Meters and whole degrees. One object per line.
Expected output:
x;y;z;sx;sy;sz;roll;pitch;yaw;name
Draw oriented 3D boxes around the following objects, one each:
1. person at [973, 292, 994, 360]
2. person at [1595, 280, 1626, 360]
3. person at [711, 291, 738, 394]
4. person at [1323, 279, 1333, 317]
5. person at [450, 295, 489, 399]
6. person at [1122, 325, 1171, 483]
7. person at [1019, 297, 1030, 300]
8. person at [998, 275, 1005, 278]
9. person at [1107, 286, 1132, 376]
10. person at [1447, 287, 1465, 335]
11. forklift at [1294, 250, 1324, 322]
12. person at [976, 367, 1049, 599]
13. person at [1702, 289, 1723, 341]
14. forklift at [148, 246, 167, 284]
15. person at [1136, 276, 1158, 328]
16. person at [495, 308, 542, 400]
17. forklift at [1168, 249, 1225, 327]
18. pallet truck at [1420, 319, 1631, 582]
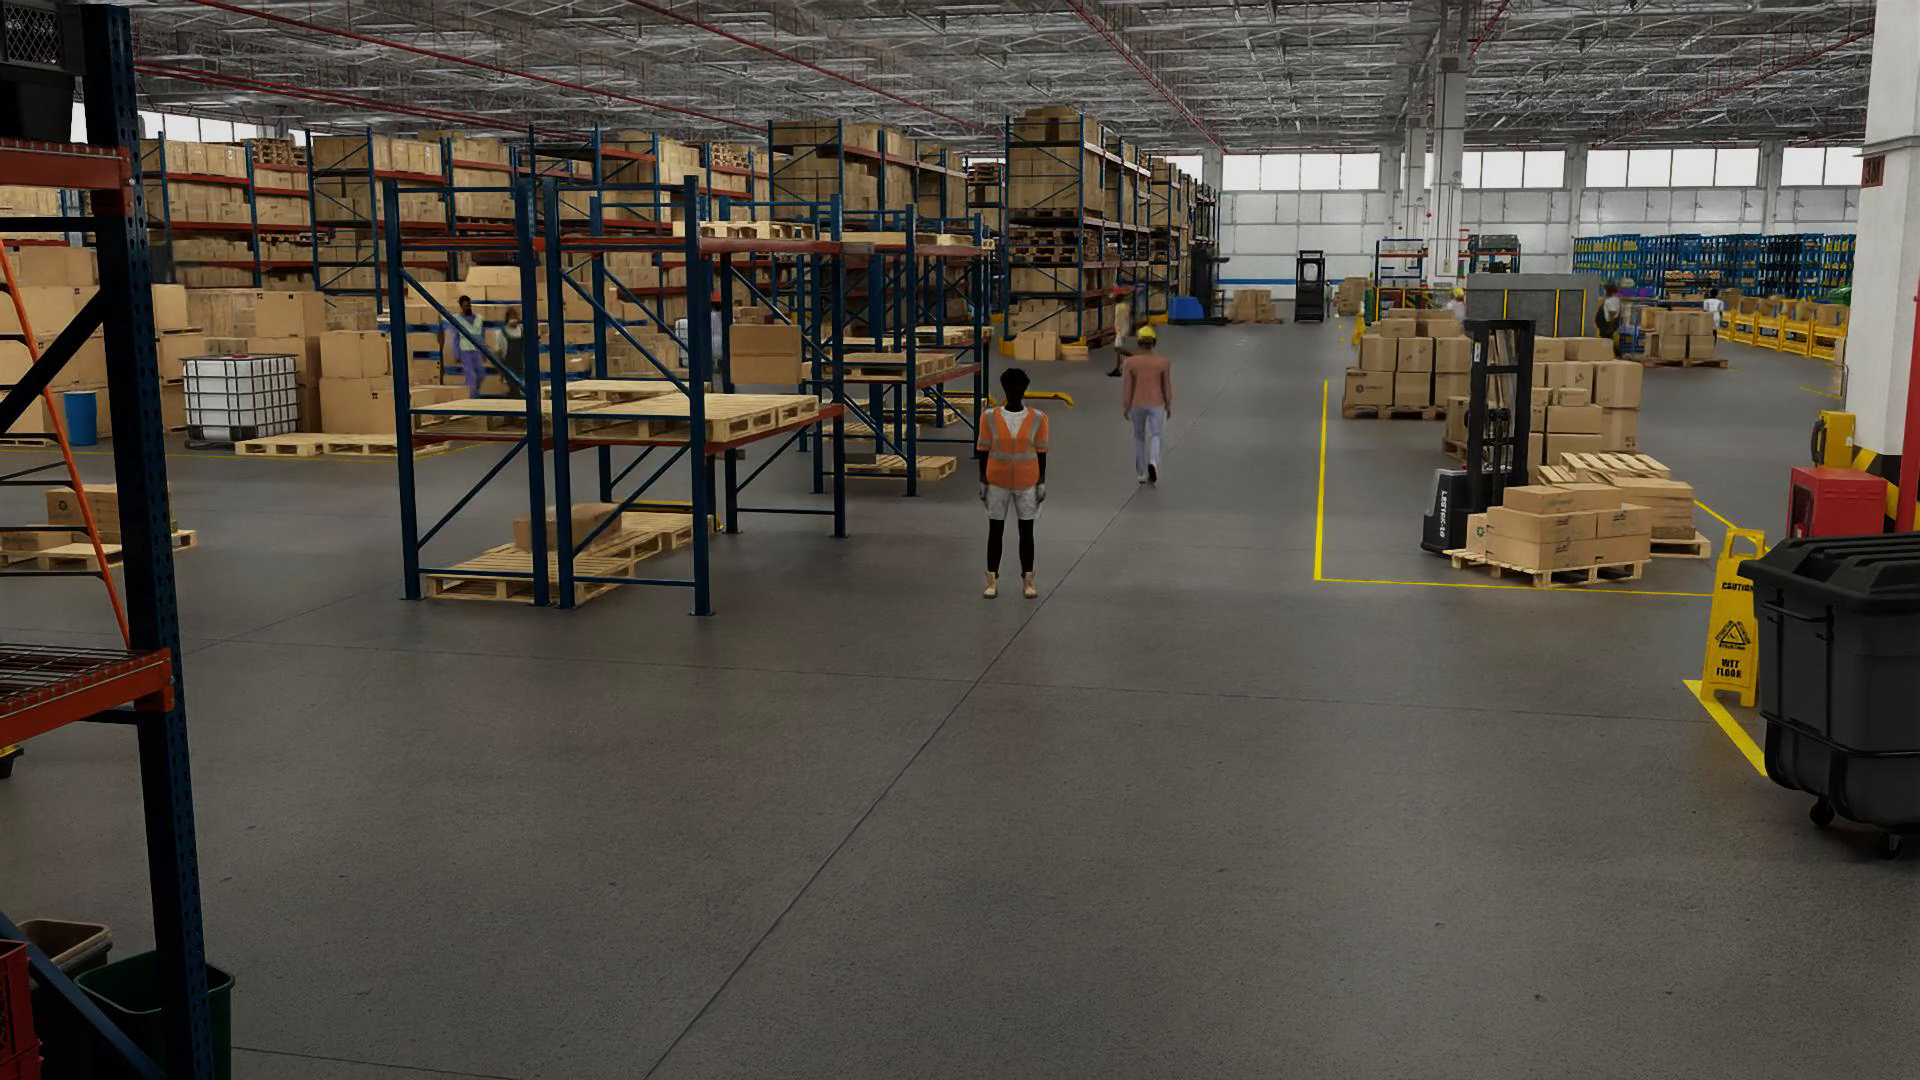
0.591;-5.213;40.622;0.548;1.667;0.722;-3;10;-19;person
14.659;-4.870;37.529;0.638;2.000;0.692;4;10;20;person
-4.495;-3.614;30.534;0.944;1.905;0.556;9;13;43;person
15.635;-10.290;70.825;0.498;1.633;0.285;-2;10;-12;person
-8.068;-3.089;27.431;0.441;1.887;0.636;9;13;43;person
2.051;-1.484;18.299;0.546;1.752;0.445;1;10;7;person
2.181;-7.599;54.830;0.538;1.644;0.893;3;10;17;person
2.255;-13.565;89.471;0.547;1.882;0.992;0;10;-1;person
3.491;-4.406;35.168;0.703;1.919;0.551;-1;10;-7;person
12.080;-5.282;40.713;0.606;1.801;0.882;-7;12;-37;person
13.778;-10.002;65.433;1.129;2.768;1.873;2;10;12;forklift
0.383;-0.411;12.138;0.533;1.698;0.318;0;10;0;person
20.474;-6.003;45.323;0.556;1.659;0.818;2;10;13;person
-21.101;-6.343;43.768;1.873;2.768;1.129;-7;12;-34;forklift
6.595;-8.493;59.446;1.047;1.884;0.646;-3;10;-18;person
-6.388;-2.432;23.888;1.011;1.779;0.524;8;12;38;person
8.666;-9.228;60.850;1.873;2.768;1.129;-2;10;-11;forklift
4.543;-0.757;13.299;0.823;1.965;1.885;-4;10;-22;pallet truck
